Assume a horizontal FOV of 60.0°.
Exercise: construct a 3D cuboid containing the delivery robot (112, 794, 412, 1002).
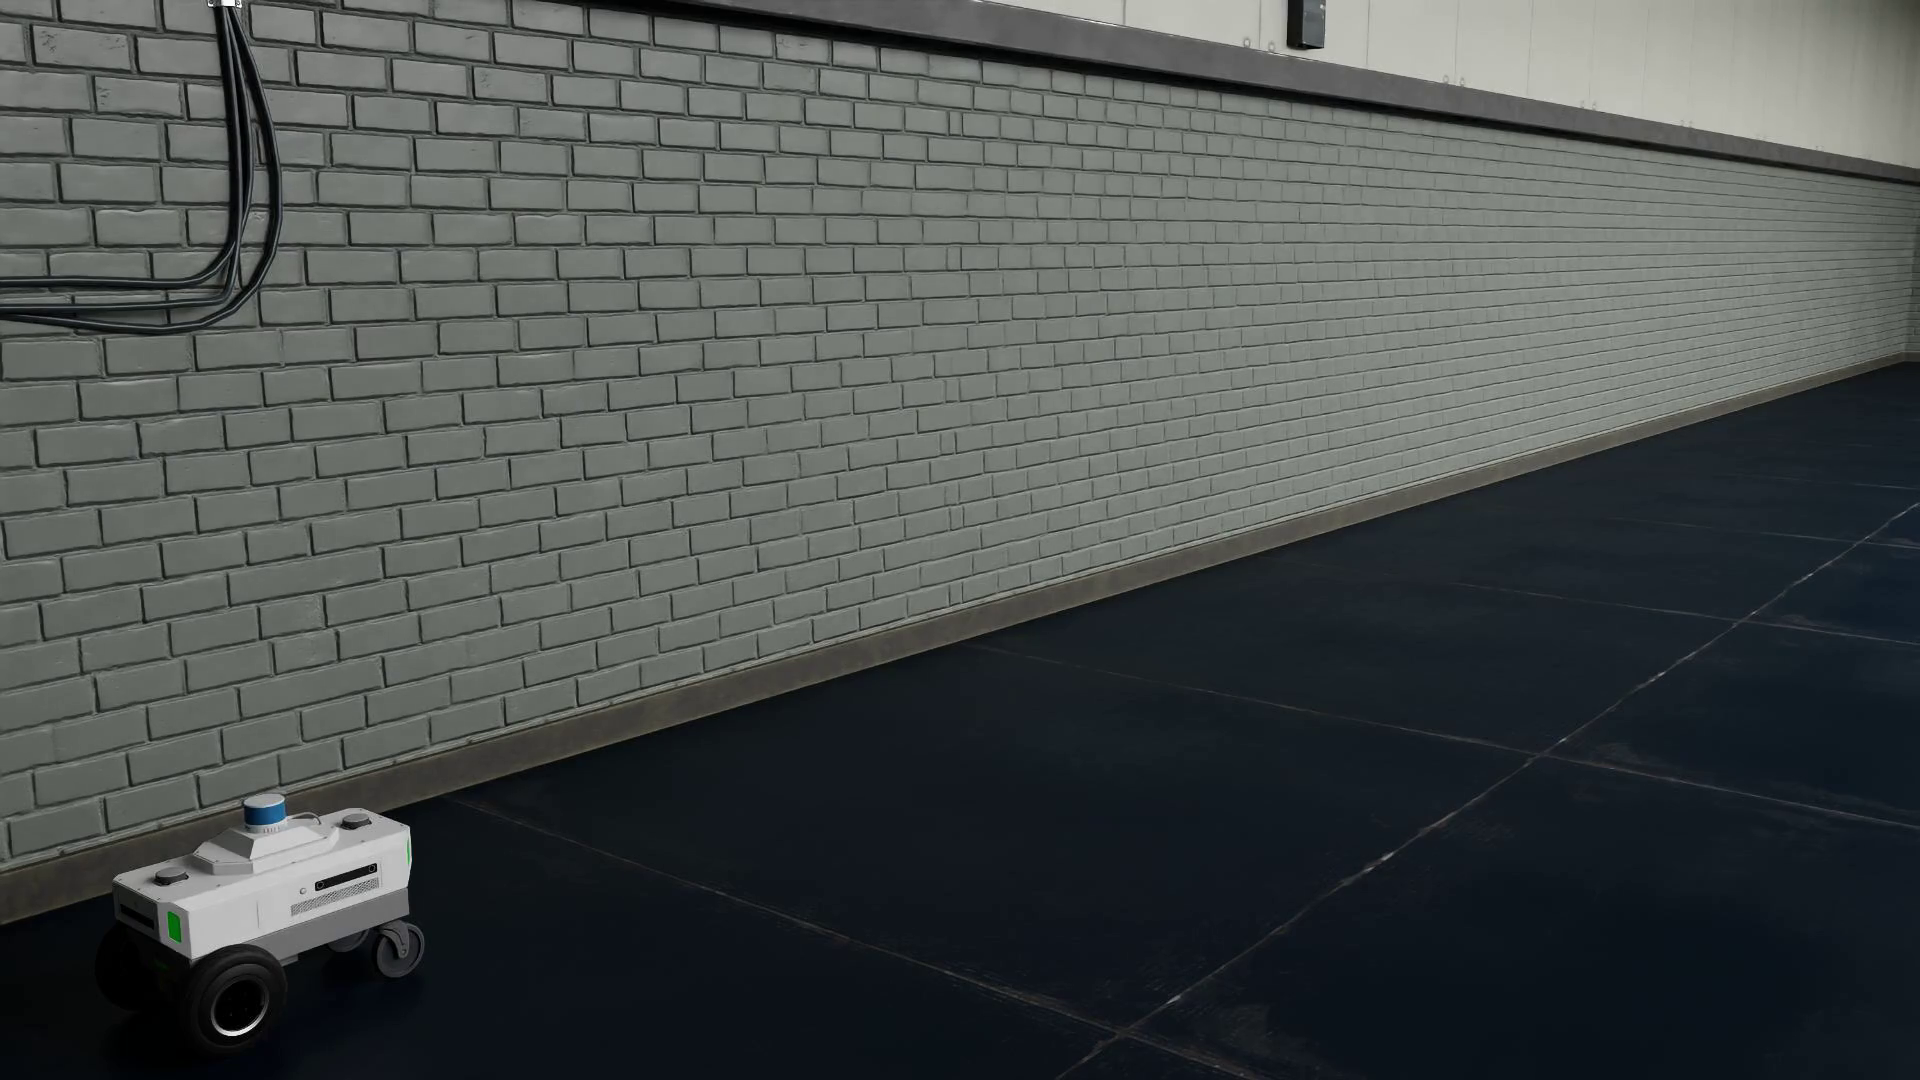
[{"bbox_3d":[-1.825,0.917,4.407,0.477,0.478,0.707,8,13,38],"label":"delivery robot"}]
